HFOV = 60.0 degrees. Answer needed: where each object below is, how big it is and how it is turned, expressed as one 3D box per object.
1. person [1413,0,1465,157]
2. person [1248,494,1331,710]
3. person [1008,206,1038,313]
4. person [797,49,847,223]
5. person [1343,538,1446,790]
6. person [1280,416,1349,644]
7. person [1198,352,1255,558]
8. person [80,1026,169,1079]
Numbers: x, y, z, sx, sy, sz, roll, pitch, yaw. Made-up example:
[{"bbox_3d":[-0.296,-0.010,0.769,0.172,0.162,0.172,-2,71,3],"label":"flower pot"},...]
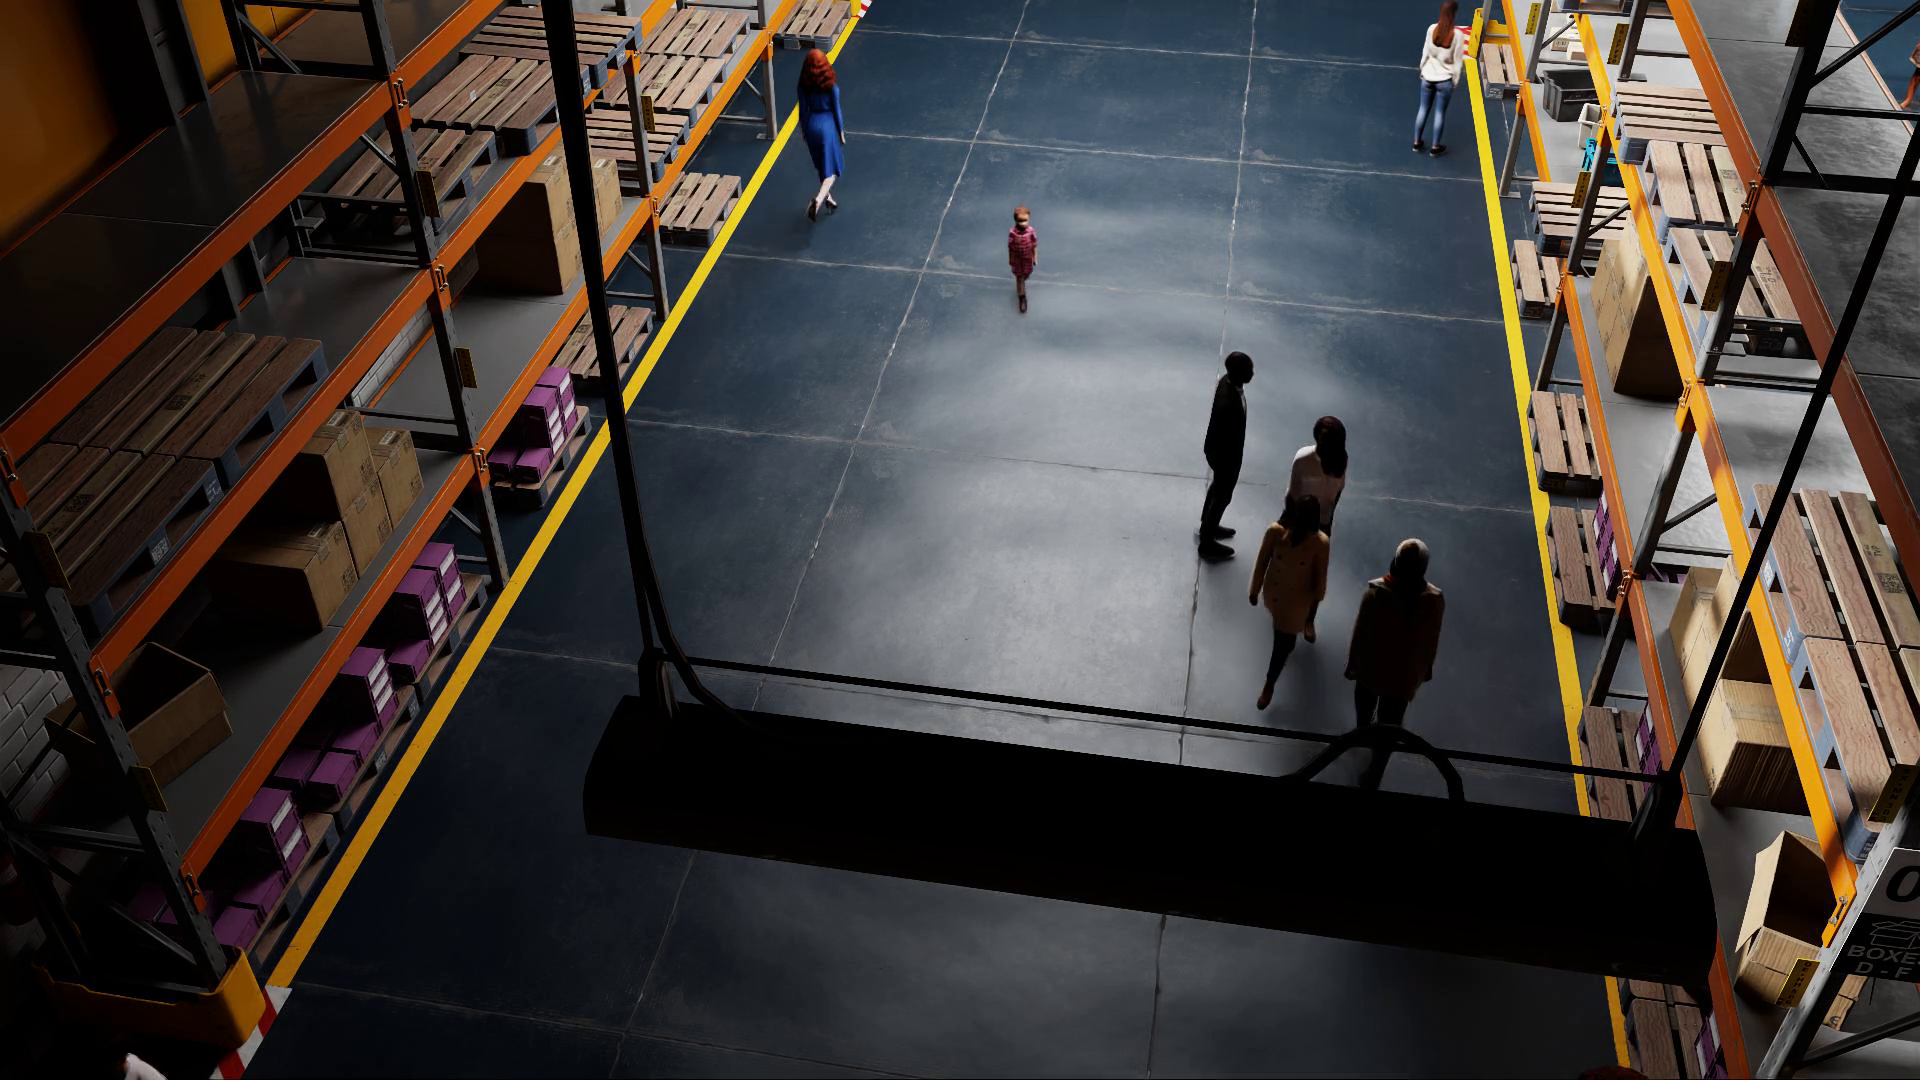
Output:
[{"bbox_3d":[5.232,-5.044,18.161,0.704,1.693,0.717,28,46,30],"label":"person"},{"bbox_3d":[2.289,0.312,11.499,0.887,1.638,1.132,21,43,24],"label":"person"},{"bbox_3d":[0.598,-2.717,15.794,0.535,1.010,0.753,-2,39,-3],"label":"person"},{"bbox_3d":[-1.407,-4.027,16.794,0.731,1.810,1.012,13,40,15],"label":"person"},{"bbox_3d":[2.738,0.825,10.686,0.817,1.850,1.169,11,40,13],"label":"person"},{"bbox_3d":[2.475,-0.190,12.037,0.811,1.751,1.195,-4,39,-4],"label":"person"},{"bbox_3d":[1.994,-0.655,12.581,0.728,1.798,0.506,4,39,5],"label":"person"},{"bbox_3d":[-3.831,2.887,8.100,0.827,1.855,0.960,18,42,21],"label":"person"}]
